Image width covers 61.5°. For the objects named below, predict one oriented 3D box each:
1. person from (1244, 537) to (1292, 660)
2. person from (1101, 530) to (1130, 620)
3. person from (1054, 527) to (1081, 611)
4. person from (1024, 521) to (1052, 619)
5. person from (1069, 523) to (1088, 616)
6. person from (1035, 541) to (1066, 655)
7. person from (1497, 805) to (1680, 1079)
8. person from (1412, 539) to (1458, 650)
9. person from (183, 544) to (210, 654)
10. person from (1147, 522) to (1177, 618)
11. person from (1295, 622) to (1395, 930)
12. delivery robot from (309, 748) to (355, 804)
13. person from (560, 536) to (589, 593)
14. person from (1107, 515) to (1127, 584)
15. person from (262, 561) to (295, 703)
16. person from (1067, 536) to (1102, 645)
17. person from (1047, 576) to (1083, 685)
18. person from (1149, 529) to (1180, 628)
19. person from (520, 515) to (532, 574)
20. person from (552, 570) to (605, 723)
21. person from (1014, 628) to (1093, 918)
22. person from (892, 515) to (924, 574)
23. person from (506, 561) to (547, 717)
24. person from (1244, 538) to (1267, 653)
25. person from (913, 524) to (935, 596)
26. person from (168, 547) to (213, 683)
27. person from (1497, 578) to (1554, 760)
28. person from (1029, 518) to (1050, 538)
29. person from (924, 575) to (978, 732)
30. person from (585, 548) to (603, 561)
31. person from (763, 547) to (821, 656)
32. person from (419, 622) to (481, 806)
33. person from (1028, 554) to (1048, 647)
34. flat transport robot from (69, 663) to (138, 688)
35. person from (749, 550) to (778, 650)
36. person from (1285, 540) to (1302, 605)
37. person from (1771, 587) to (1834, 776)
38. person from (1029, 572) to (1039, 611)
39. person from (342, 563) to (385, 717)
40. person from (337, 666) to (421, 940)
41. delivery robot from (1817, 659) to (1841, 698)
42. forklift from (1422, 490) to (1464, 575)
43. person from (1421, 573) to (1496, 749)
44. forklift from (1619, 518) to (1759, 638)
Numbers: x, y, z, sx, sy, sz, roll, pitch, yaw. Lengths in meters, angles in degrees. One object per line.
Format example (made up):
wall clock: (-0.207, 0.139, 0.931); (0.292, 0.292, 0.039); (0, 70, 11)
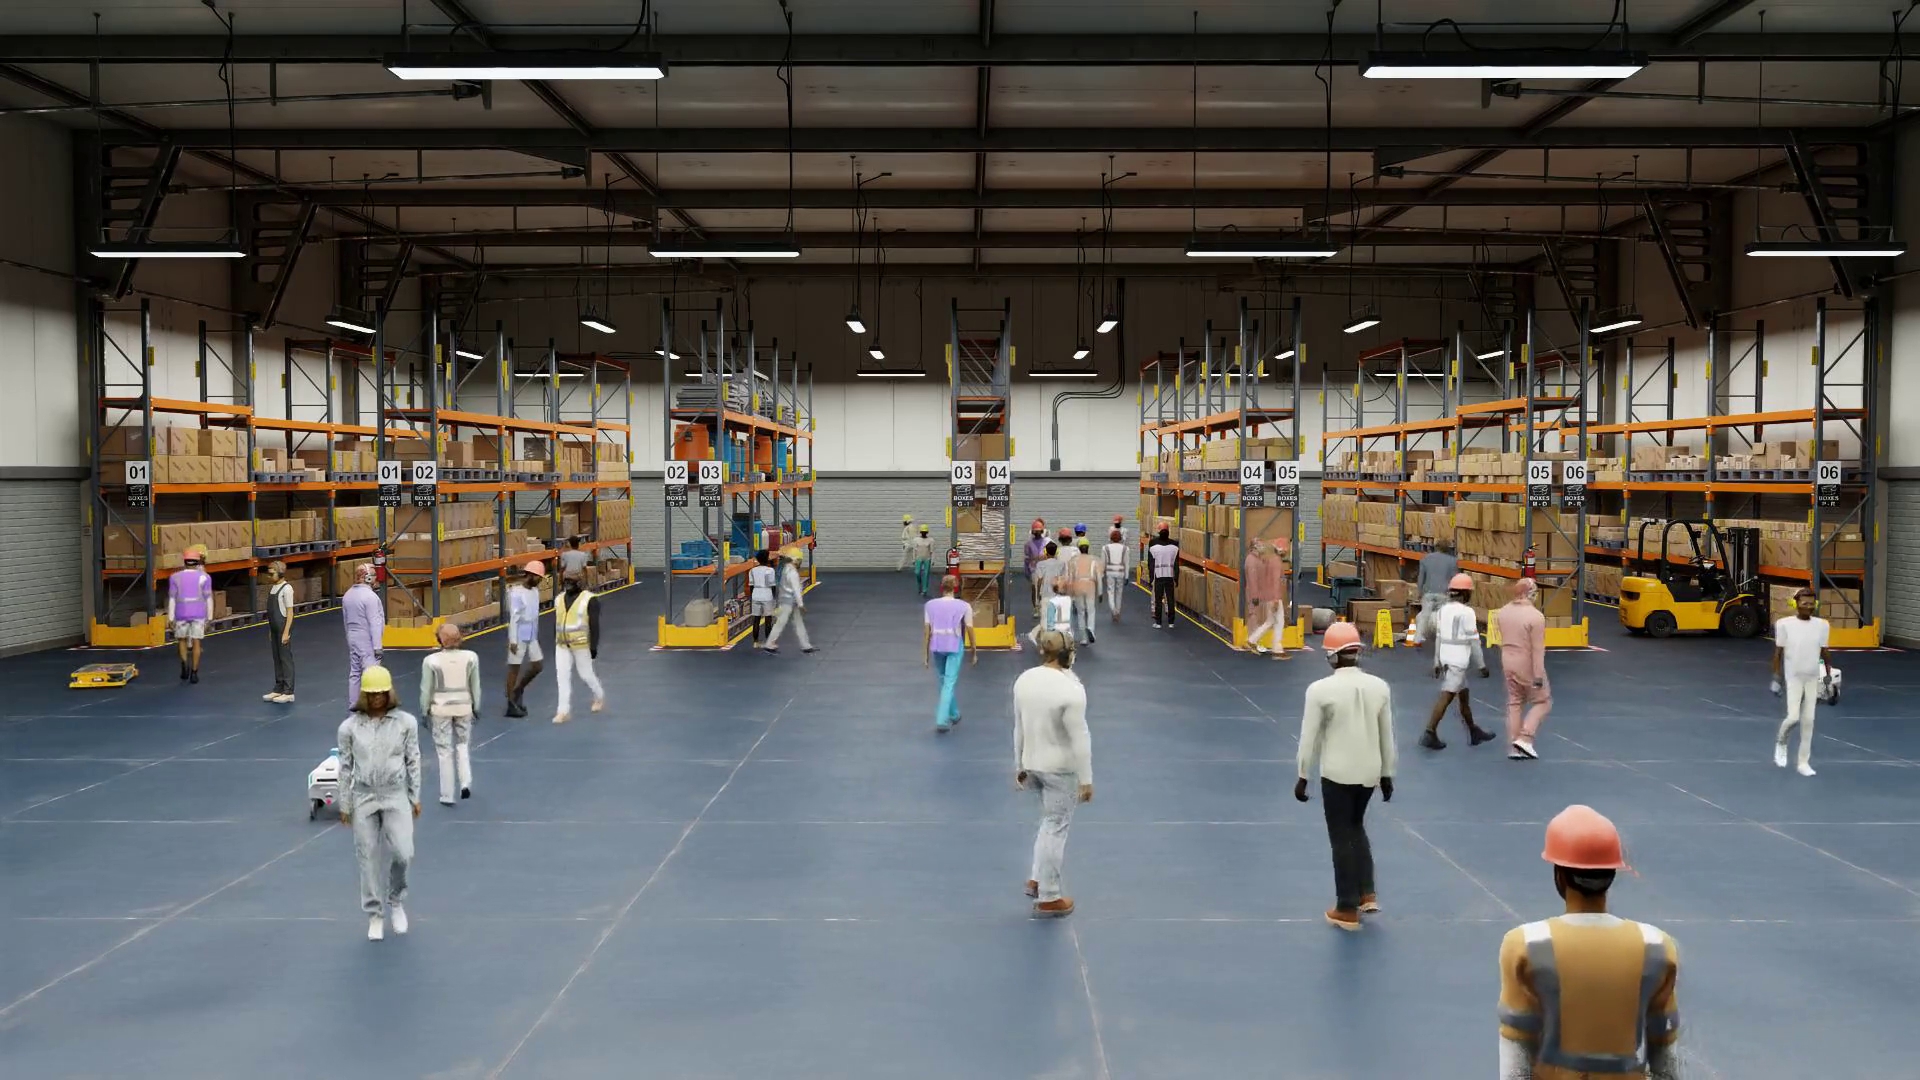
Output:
person: (4.978, 0.932, 25.919); (0.691, 1.966, 0.640); (0, 2, -4)
person: (3.153, 0.712, 32.817); (0.585, 1.857, 0.853); (0, 2, 3)
person: (1.923, 0.765, 29.545); (0.612, 2.013, 0.907); (1, 2, 18)
person: (1.631, 0.602, 33.409); (0.631, 2.023, 0.570); (0, 2, 4)
person: (2.522, 0.612, 34.120); (0.390, 1.949, 0.602); (-1, 3, -29)
person: (1.492, 0.953, 26.528); (0.514, 1.872, 0.328); (0, 2, -11)
person: (1.950, 1.794, 4.961); (0.550, 1.916, 0.805); (0, 2, 2)
person: (7.976, 0.924, 27.050); (0.709, 1.896, 0.393); (1, 3, 28)
person: (-12.658, 0.971, 26.770); (0.431, 1.812, 0.612); (0, 2, -1)
person: (4.196, 0.619, 33.487); (0.609, 1.986, 0.390); (0, 2, 2)
person: (2.530, 1.533, 10.601); (0.642, 1.972, 0.486); (-1, 2, -22)
delivery robot: (-5.449, 2.067, 14.139); (0.477, 0.478, 0.707); (0, 2, -8)
person: (-7.228, 0.828, 30.277); (0.551, 1.817, 0.961); (0, 2, -9)
person: (4.218, 0.266, 43.644); (0.579, 1.889, 0.813); (1, 2, 20)
person: (-8.849, 1.186, 21.002); (0.507, 1.843, 0.346); (2, 3, 44)
person: (2.161, 0.884, 28.018); (0.596, 1.895, 0.616); (0, 2, 4)
person: (1.357, 1.286, 21.251); (0.634, 1.623, 0.521); (2, 3, 38)
person: (3.956, 0.740, 31.262); (0.597, 1.918, 0.383); (0, 2, -4)
person: (-10.996, 0.341, 40.997); (0.618, 1.951, 0.514); (0, 2, 8)
person: (-4.614, 1.261, 19.533); (0.637, 1.825, 0.798); (1, 2, 20)
person: (0.648, 1.550, 10.842); (0.449, 1.922, 0.656); (-2, 3, -37)
person: (-1.542, 0.126, 48.650); (0.981, 1.773, 0.610); (0, 2, -10)
person: (-5.338, 1.207, 19.774); (0.475, 1.893, 0.653); (1, 2, 24)
person: (4.958, 0.916, 26.961); (0.410, 1.912, 0.641); (0, 2, 12)
person: (-0.886, 0.494, 39.377); (0.554, 1.750, 0.489); (0, 2, 4)
person: (-10.966, 1.066, 23.034); (0.582, 1.916, 0.568); (-1, 2, -23)
person: (5.851, 1.333, 16.704); (0.429, 1.887, 0.652); (-1, 3, -25)
person: (2.081, 0.346, 42.205); (0.587, 1.856, 0.914); (0, 2, -7)
person: (-0.110, 1.301, 18.750); (0.590, 1.792, 0.990); (1, 2, 21)
person: (-10.131, 0.203, 44.996); (0.865, 1.911, 0.631); (1, 2, 16)
person: (-2.783, 1.009, 26.352); (0.953, 1.779, 0.601); (0, 2, -10)
person: (-4.557, 1.548, 14.422); (0.536, 1.626, 0.370); (-2, 3, -36)
person: (1.391, 1.038, 27.499); (0.481, 1.613, 0.501); (-1, 2, -23)
flat transport robot: (-12.112, 1.906, 22.865); (0.652, 0.197, 1.431); (-1, 3, -19)
person: (-3.319, 1.009, 27.253); (0.533, 1.697, 0.319); (1, 3, 27)
person: (6.935, 0.662, 34.212); (0.634, 1.839, 0.429); (0, 2, 4)
person: (8.314, 1.383, 15.938); (0.538, 1.855, 0.432); (0, 2, 4)
person: (1.743, 0.745, 34.865); (0.526, 1.613, 0.427); (0, 2, 8)
person: (-6.996, 1.231, 19.054); (0.639, 1.910, 0.407); (2, 3, 39)
person: (-3.687, 1.663, 10.253); (0.504, 1.730, 0.380); (-1, 2, -20)
delivery robot: (11.179, 1.795, 20.981); (0.477, 0.478, 0.707); (2, 3, 43)
forklift: (13.926, -0.371, 47.846); (1.873, 2.768, 1.129); (0, 2, 0)
person: (5.385, 1.309, 17.460); (0.984, 1.889, 0.553); (-1, 2, -14)
forklift: (13.417, 0.684, 29.791); (2.313, 2.155, 1.214); (0, 2, 0)
